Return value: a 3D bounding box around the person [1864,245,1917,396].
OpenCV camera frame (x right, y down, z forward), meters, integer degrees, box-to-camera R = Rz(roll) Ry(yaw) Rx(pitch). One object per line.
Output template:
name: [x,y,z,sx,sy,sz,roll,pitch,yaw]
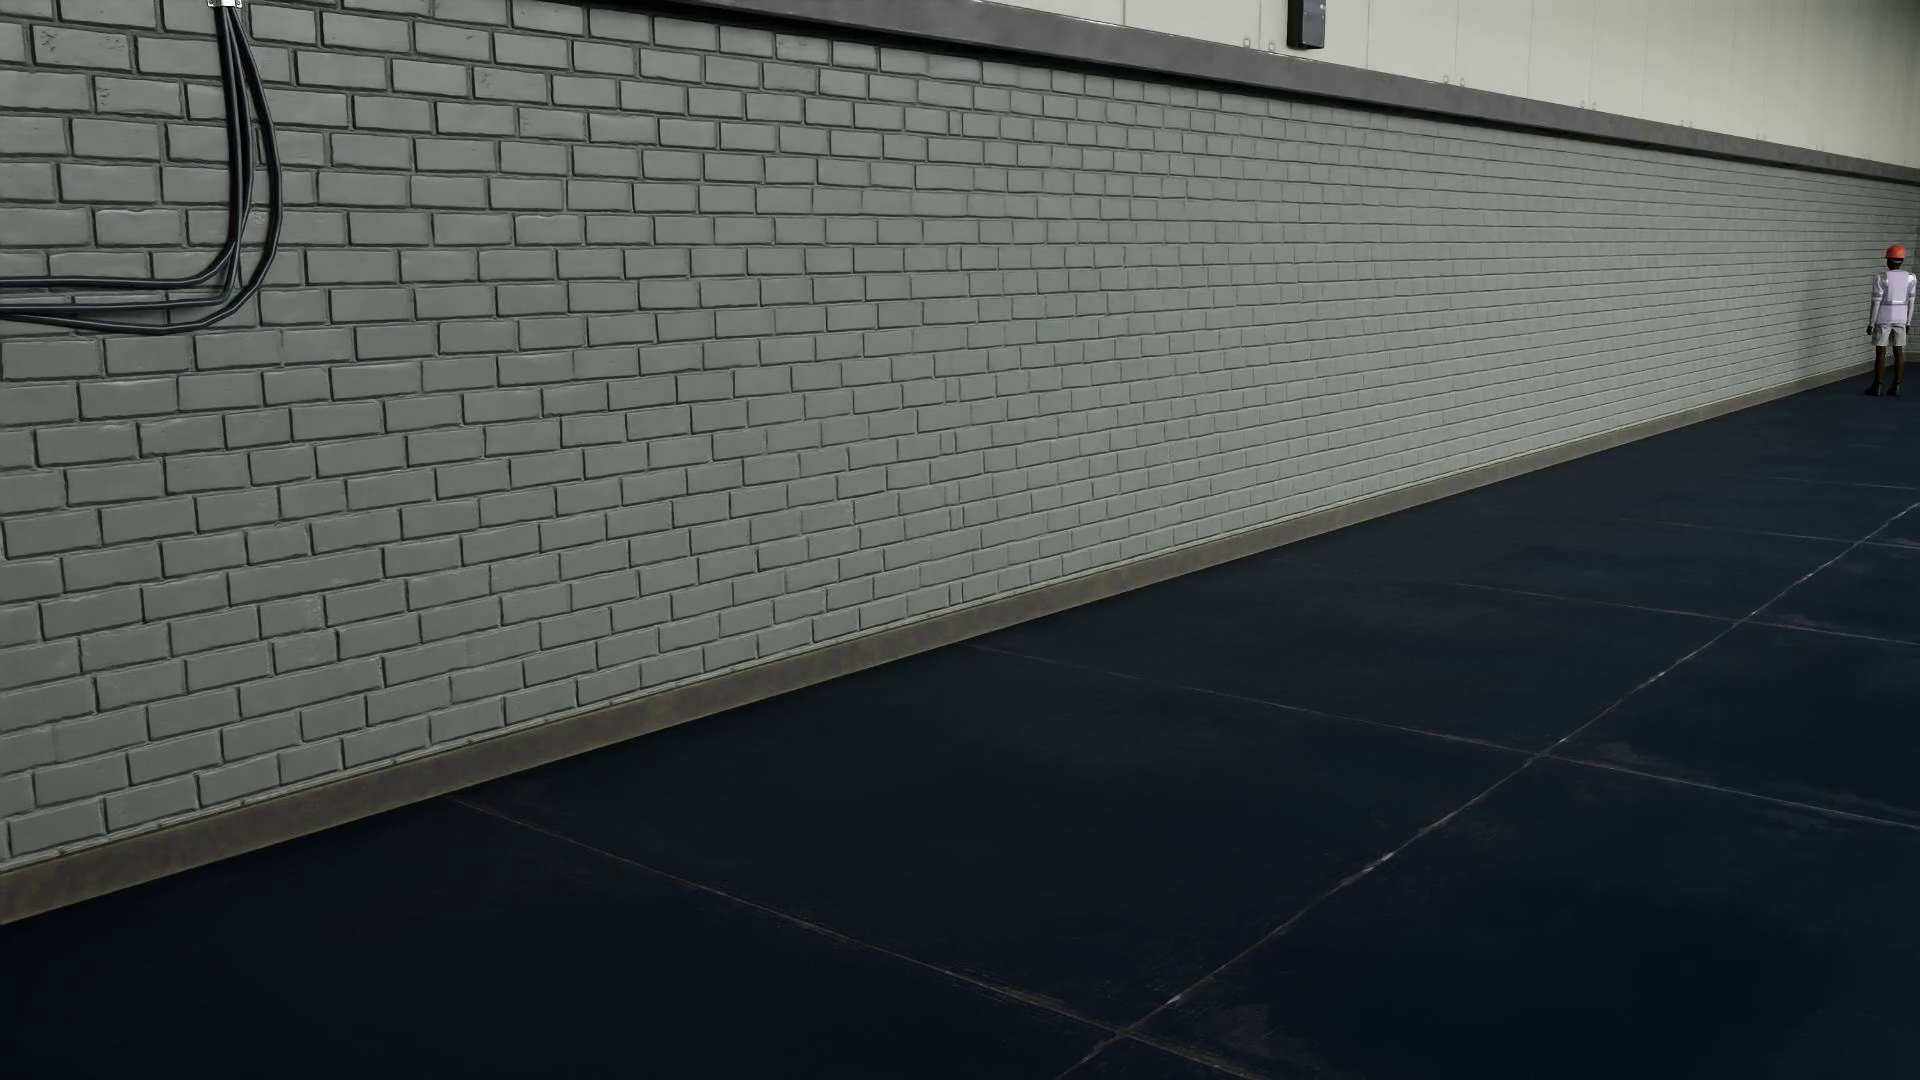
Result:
person: [12.061,-2.848,21.580,0.542,1.938,0.358,1,10,3]
